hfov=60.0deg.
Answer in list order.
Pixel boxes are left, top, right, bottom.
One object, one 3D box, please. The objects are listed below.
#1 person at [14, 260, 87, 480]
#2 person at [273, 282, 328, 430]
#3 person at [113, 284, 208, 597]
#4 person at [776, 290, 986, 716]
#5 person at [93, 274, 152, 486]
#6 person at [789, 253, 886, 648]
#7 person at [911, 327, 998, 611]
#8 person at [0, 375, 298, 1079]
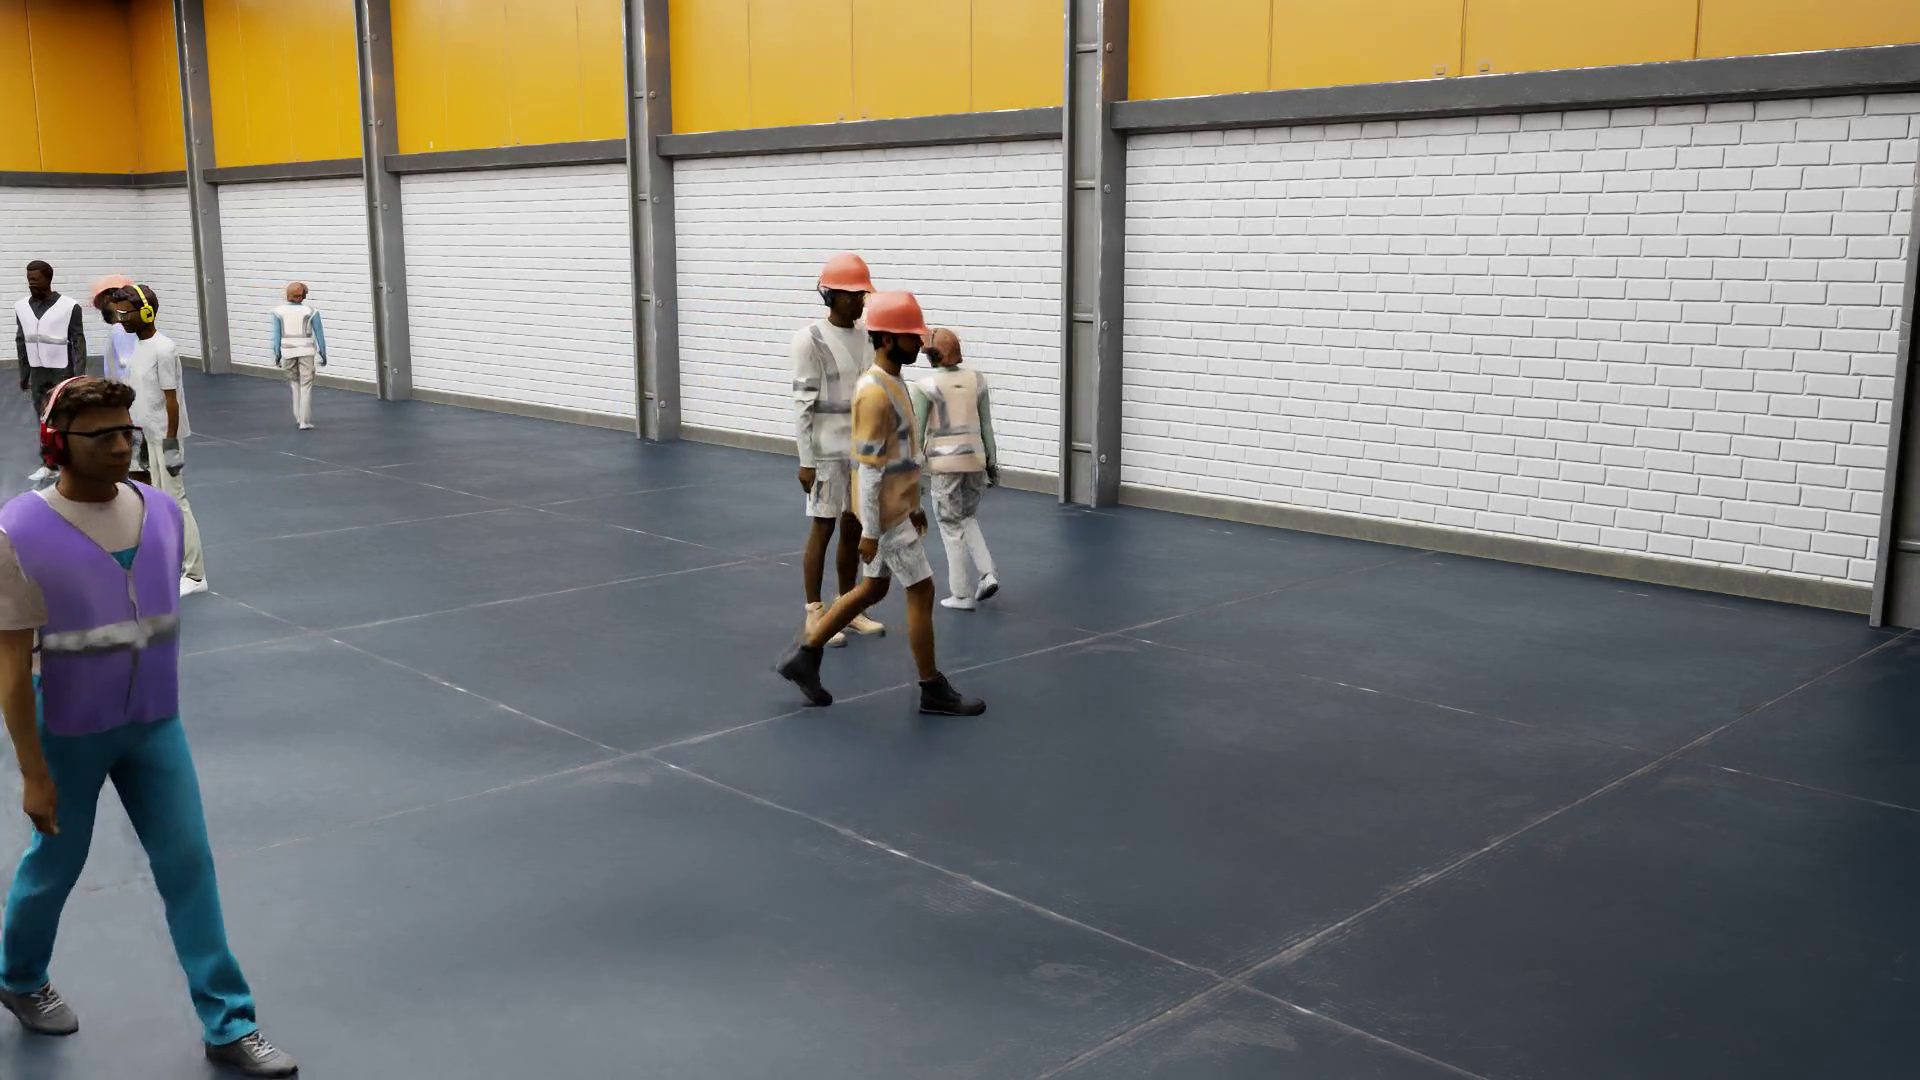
[{"bbox_3d":[-7.910,-1.474,14.513,0.591,1.918,0.383,1,10,4],"label":"person"},{"bbox_3d":[-7.269,-2.038,18.408,0.537,1.616,0.627,0,10,0],"label":"person"},{"bbox_3d":[-4.727,-0.574,9.816,0.366,1.849,0.490,-9,14,-40],"label":"person"},{"bbox_3d":[-0.378,-0.151,7.365,0.919,1.907,0.560,0,10,1],"label":"person"},{"bbox_3d":[-5.314,-0.748,10.679,0.365,1.884,0.666,-4,11,-23],"label":"person"},{"bbox_3d":[-0.595,-0.467,8.690,0.396,2.038,0.614,9,13,39],"label":"person"},{"bbox_3d":[-0.048,-0.395,9.458,0.532,1.610,0.377,-8,13,-36],"label":"person"},{"bbox_3d":[-2.207,0.474,4.254,0.993,1.805,0.584,5,12,26],"label":"person"}]
